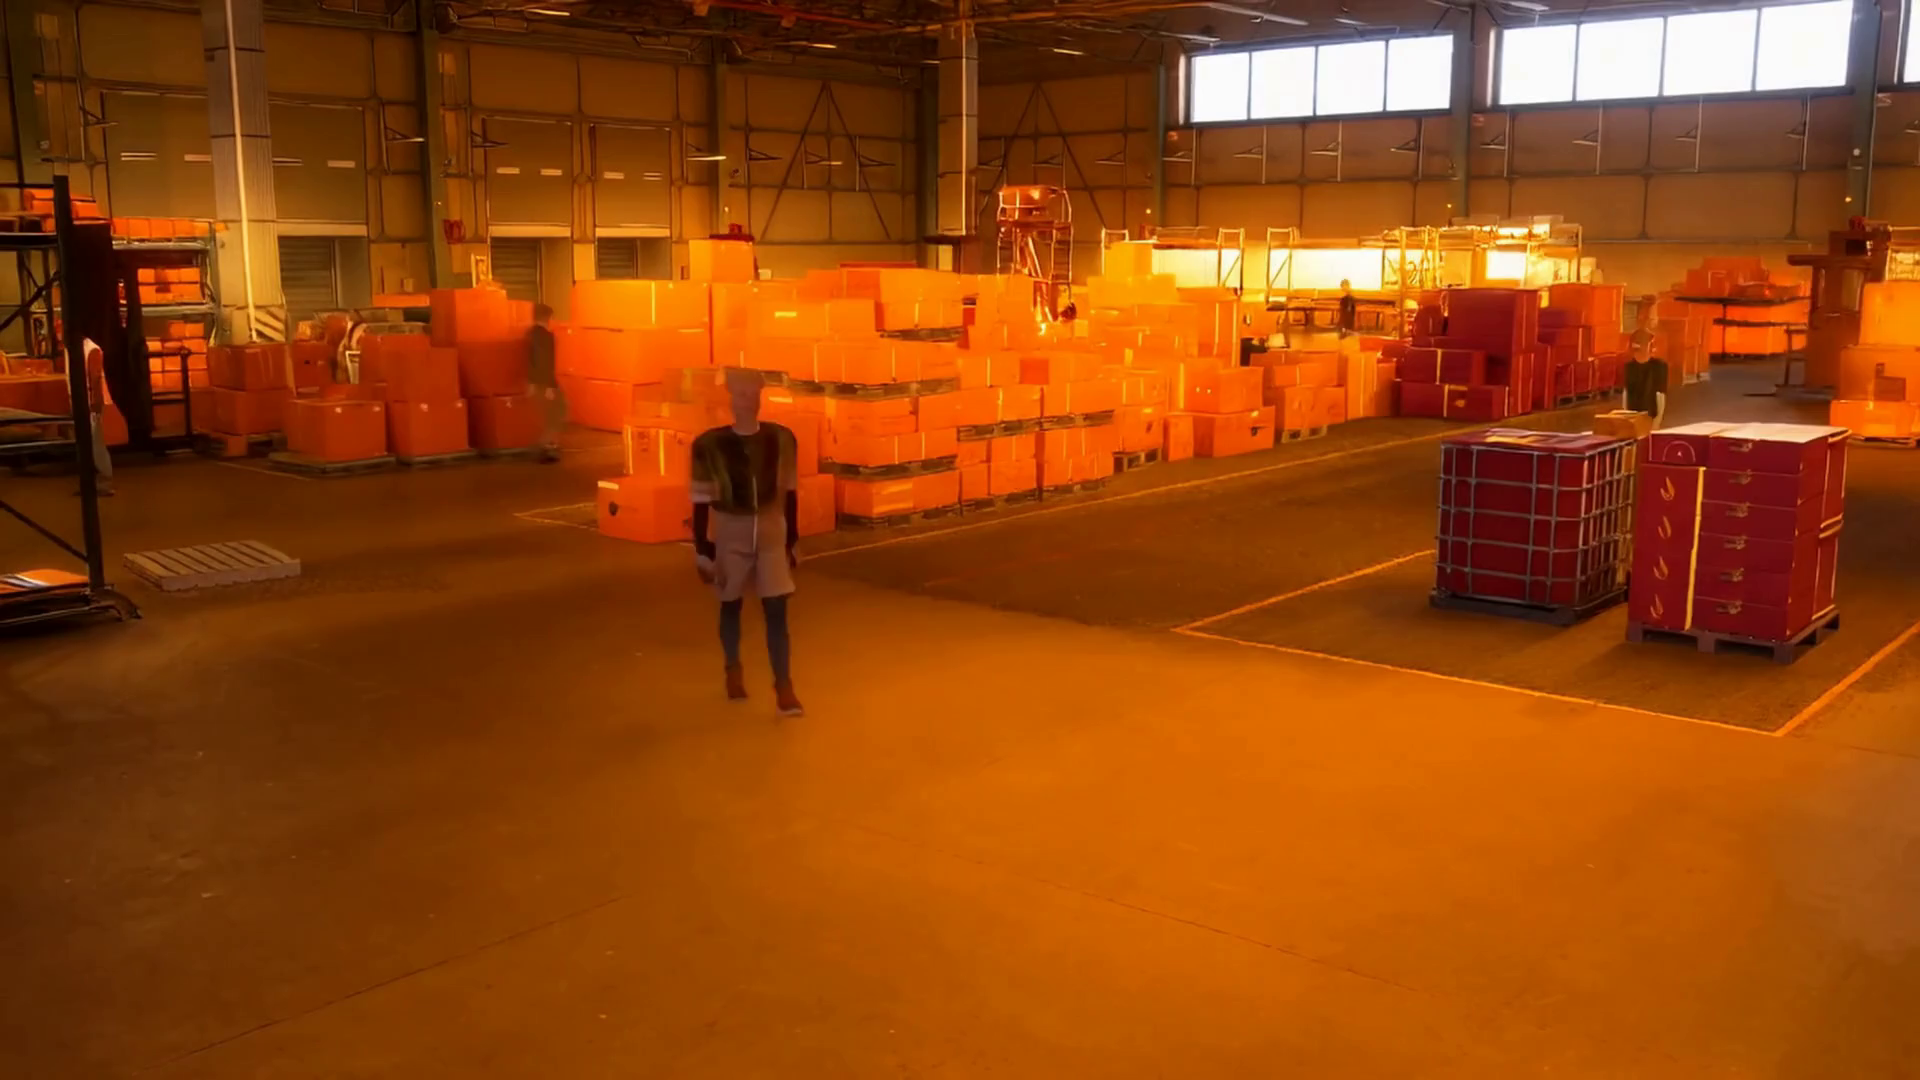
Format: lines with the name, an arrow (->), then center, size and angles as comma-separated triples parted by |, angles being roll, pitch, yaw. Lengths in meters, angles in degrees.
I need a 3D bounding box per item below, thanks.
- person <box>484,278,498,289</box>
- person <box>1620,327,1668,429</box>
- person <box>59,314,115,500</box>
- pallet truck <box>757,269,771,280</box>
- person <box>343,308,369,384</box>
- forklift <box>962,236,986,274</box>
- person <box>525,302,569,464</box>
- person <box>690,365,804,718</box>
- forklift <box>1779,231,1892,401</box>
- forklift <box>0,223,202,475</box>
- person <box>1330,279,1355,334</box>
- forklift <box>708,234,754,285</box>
person -> -9.530, -4.355, 33.868 | 0.354, 1.939, 0.544 | 3, 11, 19
person -> 6.478, -1.111, 15.741 | 0.965, 1.827, 0.495 | -9, 13, -42
person -> -8.878, -1.358, 16.917 | 0.599, 1.907, 0.391 | 7, 12, 36
pallet truck -> -4.996, -6.432, 45.525 | 1.885, 1.965, 0.823 | -6, 12, -32
person -> -9.170, -2.704, 25.318 | 0.512, 1.641, 0.307 | 6, 12, 33
forklift -> 0.315, -5.710, 38.901 | 1.873, 2.768, 1.129 | 2, 10, 14
person -> -4.867, -1.835, 19.566 | 0.453, 1.918, 0.650 | -6, 12, -32
person -> -1.129, 0.019, 9.006 | 0.636, 1.913, 0.971 | -4, 11, -19
forklift -> 15.004, -3.785, 27.943 | 1.873, 2.768, 1.129 | -4, 11, -24
forklift -> -10.007, -2.234, 19.112 | 1.129, 2.768, 1.873 | 8, 13, 40
person -> 7.992, -4.509, 34.877 | 0.980, 1.890, 0.565 | 5, 11, 25
forklift -> -4.754, -4.993, 34.817 | 1.129, 2.768, 1.873 | -2, 10, -12
